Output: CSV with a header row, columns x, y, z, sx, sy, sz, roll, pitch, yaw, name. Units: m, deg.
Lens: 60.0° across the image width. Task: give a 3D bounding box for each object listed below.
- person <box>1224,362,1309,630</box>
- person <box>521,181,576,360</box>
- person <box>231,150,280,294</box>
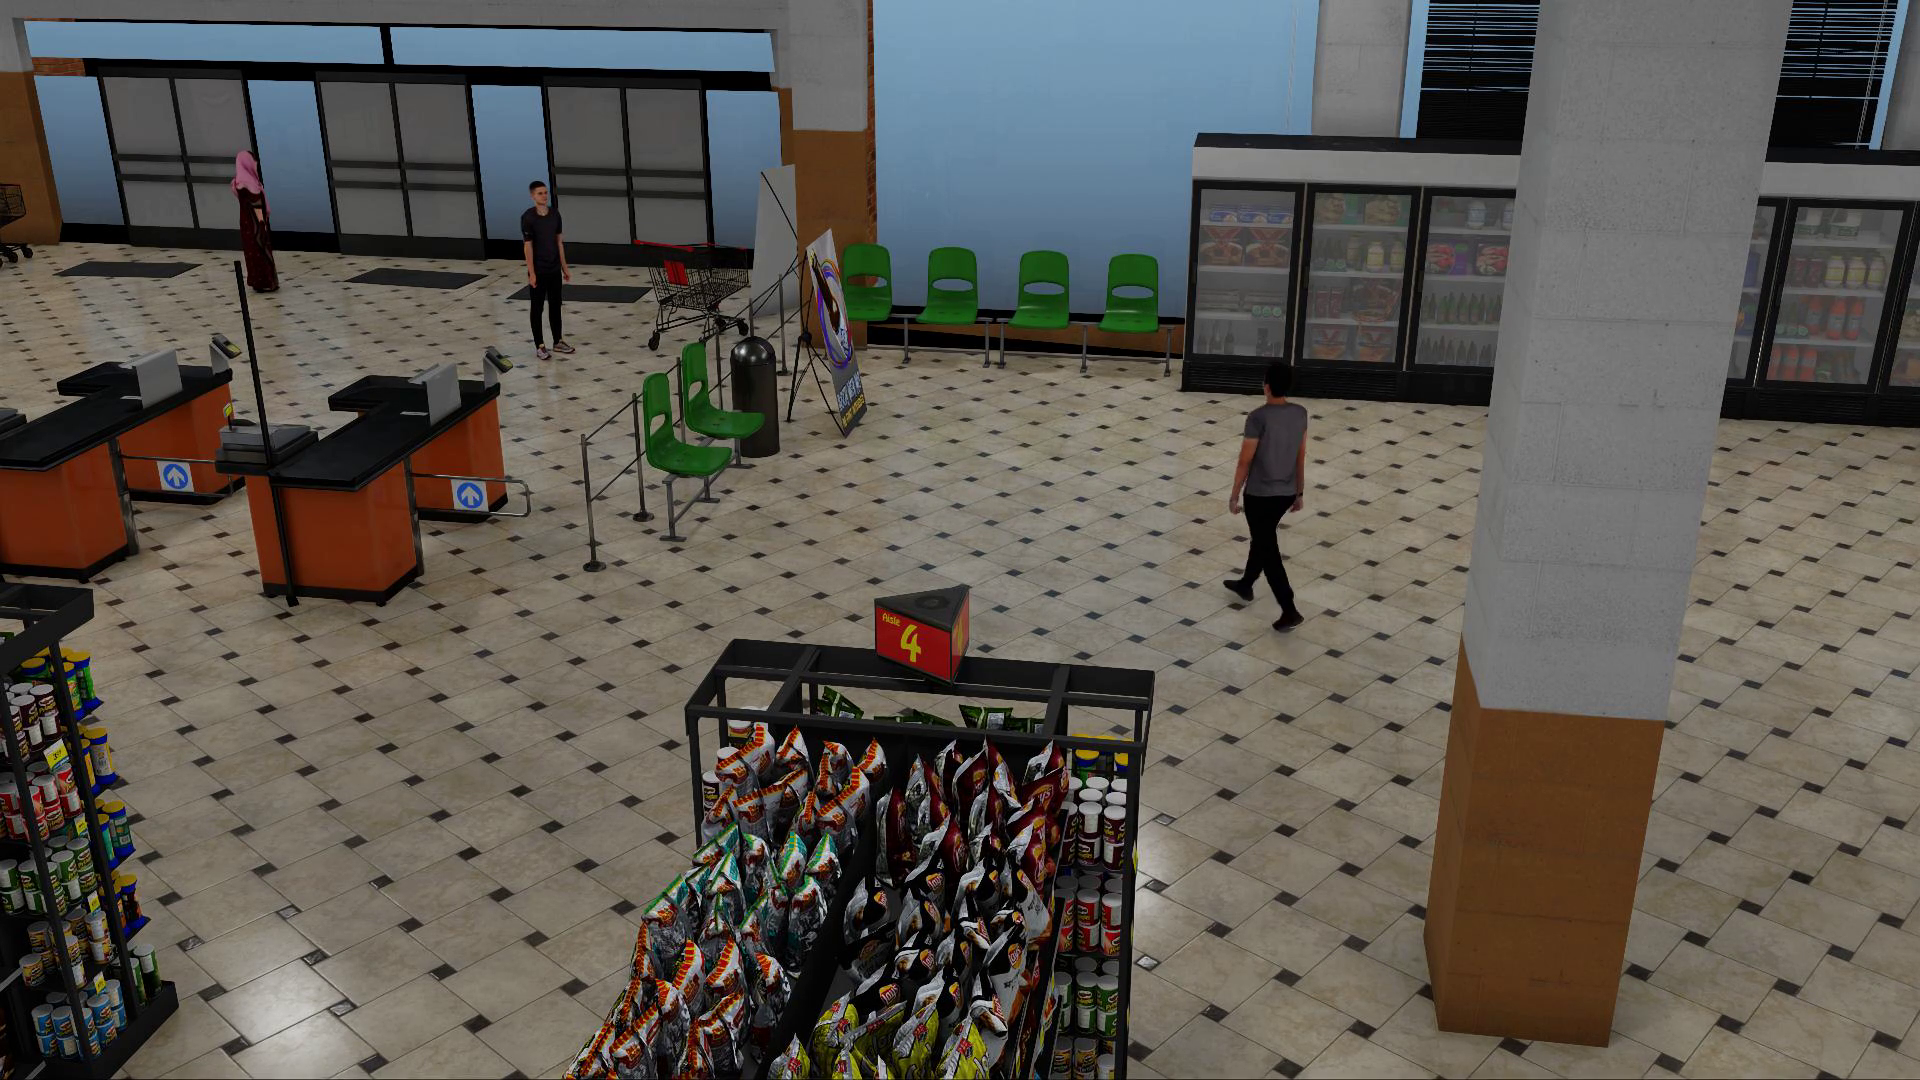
x,y,z,sx,sy,sz,roll,pitch,yaw,name
2.037,-0.264,10.680,1.099,1.728,1.224,-12,25,-27,person
-4.185,-2.733,16.777,0.779,1.764,0.659,17,27,36,person
-8.239,-3.712,19.388,0.827,1.633,0.777,-16,27,-34,person
